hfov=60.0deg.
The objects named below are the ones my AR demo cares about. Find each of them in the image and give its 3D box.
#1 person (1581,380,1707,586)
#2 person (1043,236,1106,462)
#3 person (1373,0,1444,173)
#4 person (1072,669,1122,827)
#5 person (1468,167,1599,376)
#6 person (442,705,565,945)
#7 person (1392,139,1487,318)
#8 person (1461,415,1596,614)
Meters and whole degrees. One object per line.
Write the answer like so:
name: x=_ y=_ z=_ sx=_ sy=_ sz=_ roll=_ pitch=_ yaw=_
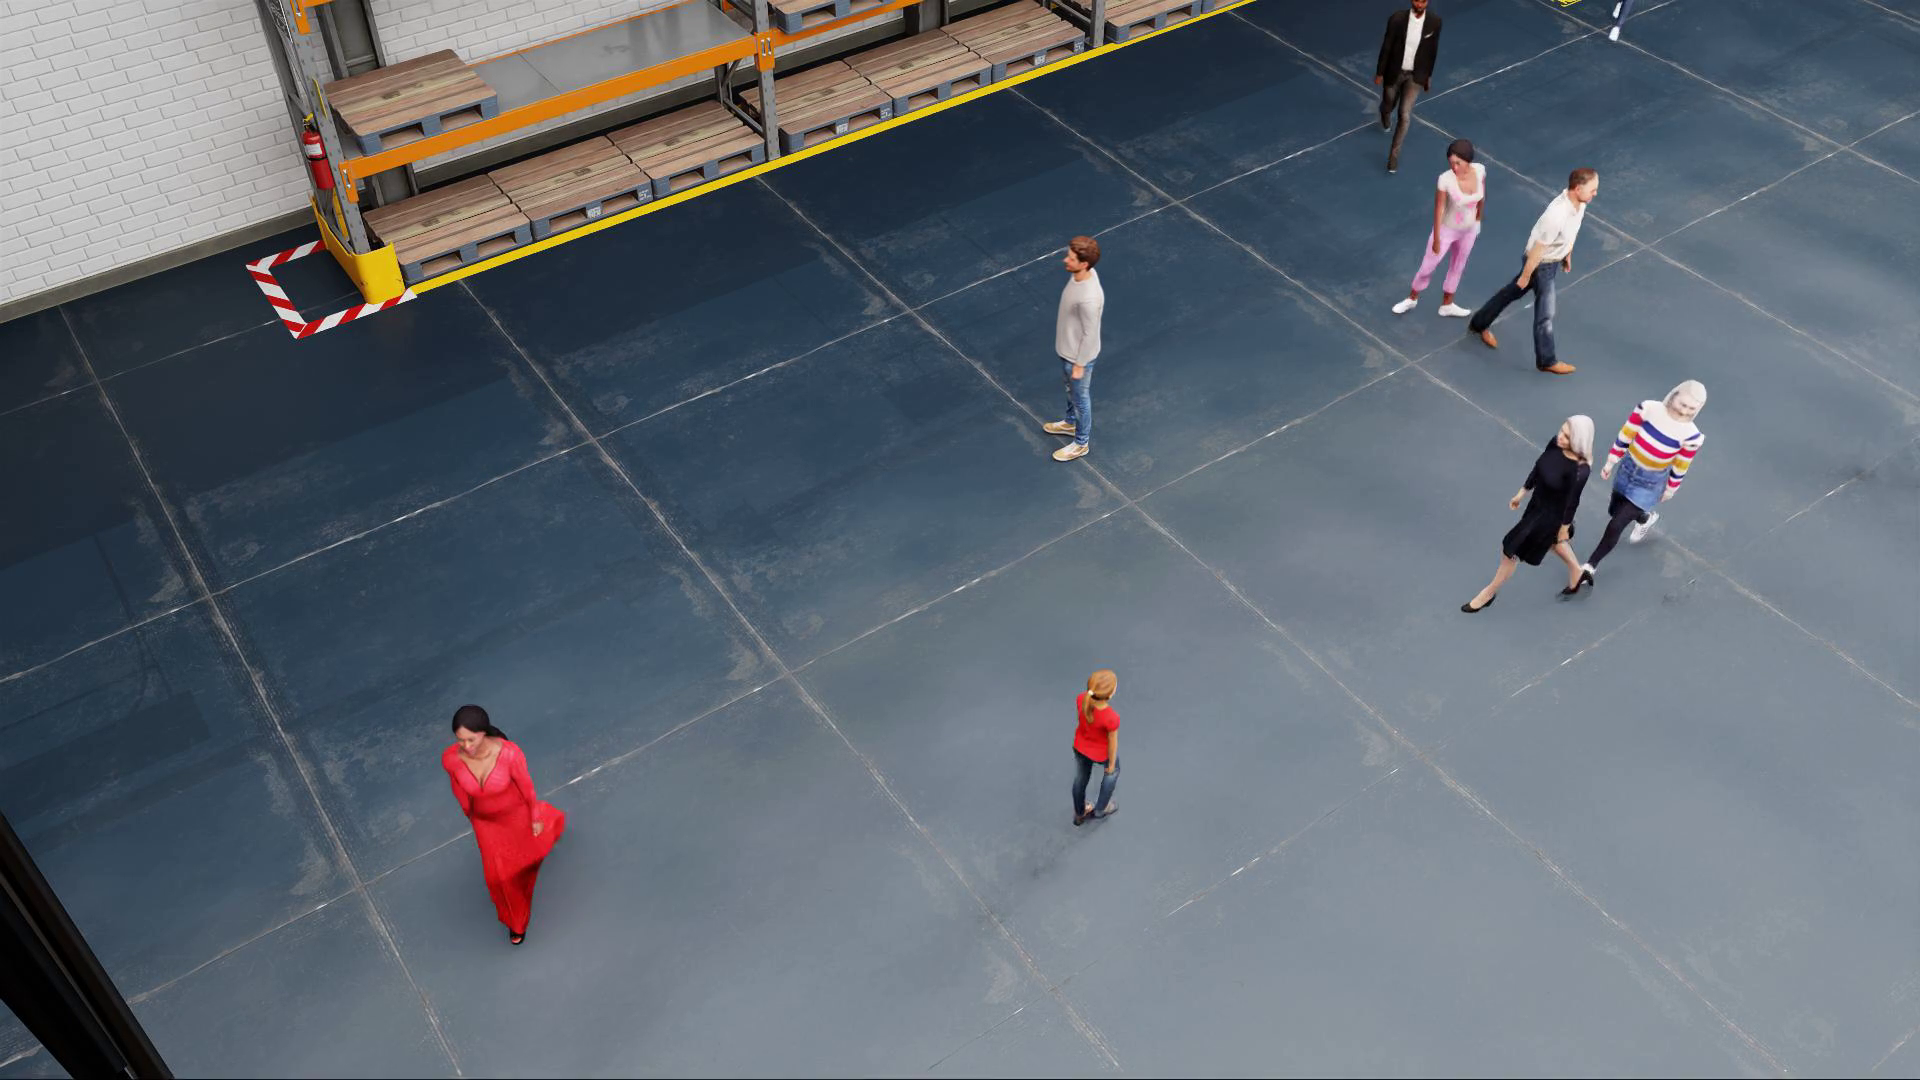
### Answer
person: x=4.731 y=-0.450 z=11.435 sx=1.055 sy=1.765 sz=0.669 roll=-24 pitch=49 yaw=-23
person: x=0.879 y=-1.439 z=12.370 sx=0.735 sy=1.905 sz=0.741 roll=-6 pitch=44 yaw=-7
person: x=4.158 y=-4.385 z=15.561 sx=1.118 sy=1.769 sz=1.186 roll=7 pitch=44 yaw=7
person: x=0.760 y=1.284 z=9.950 sx=0.540 sy=1.301 sz=0.588 roll=28 pitch=50 yaw=26
person: x=4.543 y=-2.221 z=13.269 sx=0.961 sy=1.799 sz=1.220 roll=32 pitch=52 yaw=29
person: x=-2.543 y=1.495 z=9.394 sx=1.058 sy=1.763 sz=0.994 roll=-3 pitch=44 yaw=-3
person: x=4.104 y=-2.553 z=13.673 sx=0.666 sy=1.721 sz=0.917 roll=-24 pitch=49 yaw=-23
person: x=4.016 y=-0.164 z=11.183 sx=1.234 sy=1.698 sz=0.981 roll=-4 pitch=44 yaw=-4
